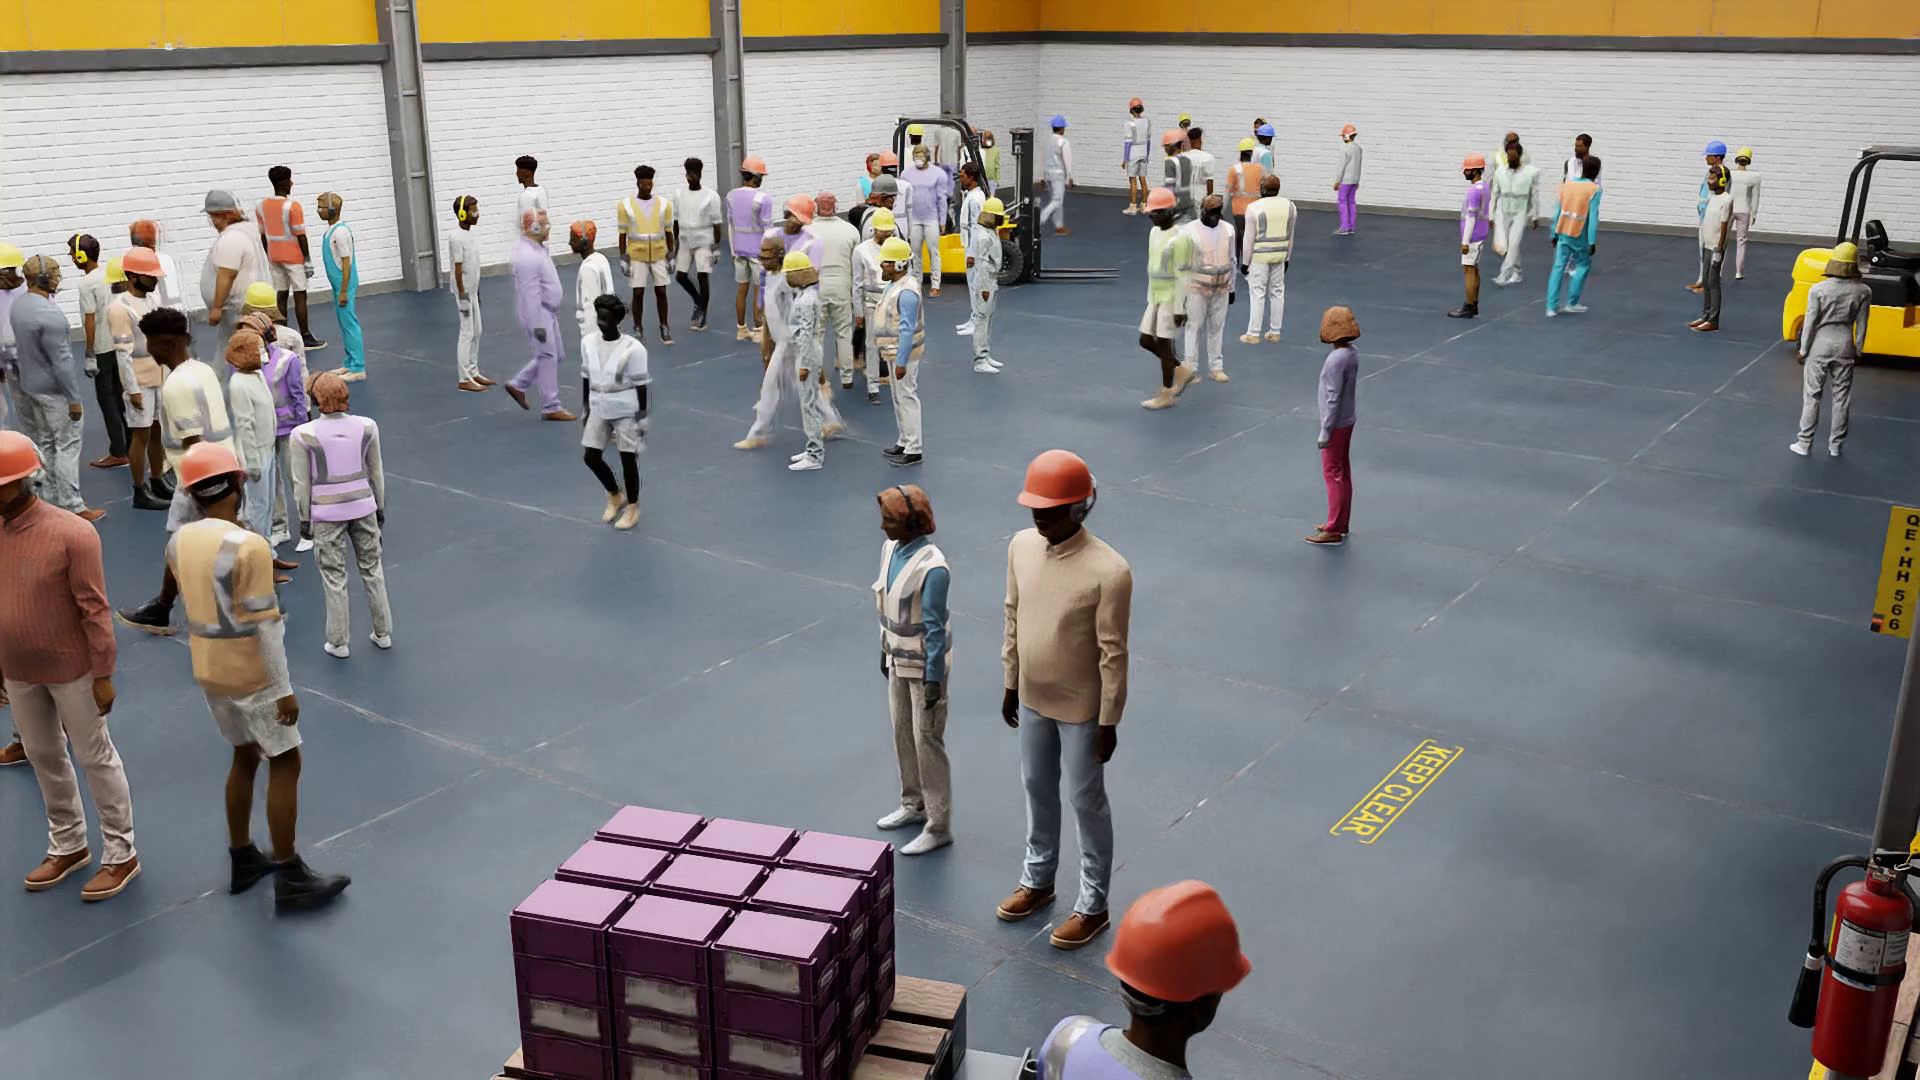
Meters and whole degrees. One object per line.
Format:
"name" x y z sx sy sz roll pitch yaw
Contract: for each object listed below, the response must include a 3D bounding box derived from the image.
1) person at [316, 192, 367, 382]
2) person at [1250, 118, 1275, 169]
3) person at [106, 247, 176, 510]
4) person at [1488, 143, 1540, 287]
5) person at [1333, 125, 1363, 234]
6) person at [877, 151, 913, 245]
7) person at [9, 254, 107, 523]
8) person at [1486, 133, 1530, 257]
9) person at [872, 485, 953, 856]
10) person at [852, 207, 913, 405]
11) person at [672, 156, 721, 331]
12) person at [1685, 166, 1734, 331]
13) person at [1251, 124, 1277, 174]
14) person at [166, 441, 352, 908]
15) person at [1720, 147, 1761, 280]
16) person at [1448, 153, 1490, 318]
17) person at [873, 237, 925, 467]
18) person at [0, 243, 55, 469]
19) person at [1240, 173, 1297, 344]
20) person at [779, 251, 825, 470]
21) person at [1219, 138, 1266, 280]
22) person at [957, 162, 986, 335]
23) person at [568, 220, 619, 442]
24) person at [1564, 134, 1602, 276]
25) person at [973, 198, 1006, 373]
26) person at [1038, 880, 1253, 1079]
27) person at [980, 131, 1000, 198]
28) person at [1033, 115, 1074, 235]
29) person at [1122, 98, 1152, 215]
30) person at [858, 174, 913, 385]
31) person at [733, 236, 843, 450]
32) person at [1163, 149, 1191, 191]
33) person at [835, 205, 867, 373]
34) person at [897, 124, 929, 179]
"person" -6.088 -2.482 16.338 0.342 1.846 0.509 -9 20 -27
"person" 4.807 -5.842 26.808 0.534 1.868 0.310 14 22 37
"person" -5.897 -1.172 12.133 0.420 1.920 0.547 3 18 8
"person" 7.272 -4.285 21.944 0.600 1.858 0.998 16 24 41
"person" 6.323 -5.873 27.112 0.389 1.738 0.579 16 24 40
"person" -0.834 -3.672 19.929 0.547 1.929 0.387 -9 20 -27
"person" -6.386 -1.044 11.715 0.635 1.927 0.372 14 22 37
"person" 8.175 -5.141 24.749 0.637 1.779 0.996 -2 18 -5
"person" -0.194 0.546 7.213 0.314 1.630 0.527 -9 20 -27
"person" -0.699 -2.157 15.366 0.601 1.819 0.403 -8 19 -23
"person" -3.002 -3.382 18.964 0.637 1.954 0.470 6 19 18
"person" 8.555 -3.306 18.900 0.328 1.861 0.500 1 18 2
"person" 4.417 -5.119 24.438 0.415 1.939 0.605 -4 18 -11
"person" -2.894 0.547 6.804 0.724 1.883 0.413 12 21 33
"person" 10.509 -4.421 22.528 0.533 1.767 0.323 6 19 19
"person" 6.042 -3.600 19.702 0.388 1.930 0.544 9 20 27
"person" -0.490 -1.506 13.317 0.403 1.826 0.595 -4 18 -12
"person" -7.304 -1.404 12.997 0.595 1.826 0.403 4 18 13
"person" 3.336 -3.063 18.162 0.627 1.844 0.429 -8 19 -22
"person" -1.251 -1.431 13.238 0.323 1.728 0.489 -2 18 -7
"person" 3.854 -4.483 22.553 0.604 1.881 0.971 -11 21 -31
"person" 0.152 -3.270 18.684 0.384 1.918 0.596 0 18 0
"person" -3.064 -1.755 14.034 0.372 1.873 0.591 0 18 -1
"person" 8.516 -4.599 22.839 0.371 1.916 0.597 -8 19 -22
"person" 0.309 -2.574 16.799 0.321 1.737 0.487 4 18 11
"person" 0.401 1.594 3.461 0.392 1.929 0.552 -13 22 -35
"person" 0.429 -5.944 27.524 0.494 1.623 0.290 -8 19 -23
"person" 1.478 -5.824 26.678 0.814 1.921 0.605 -11 21 -30
"person" 3.120 -6.815 29.578 0.606 2.039 0.395 -12 21 -33
"person" -0.724 -2.554 16.246 0.535 2.000 0.685 -5 18 -14
"person" -1.421 -1.639 13.822 0.967 1.794 0.511 -6 19 -18
"person" 2.894 -4.404 22.477 0.314 1.768 0.527 -13 22 -34
"person" -1.078 -2.524 16.723 0.358 1.675 0.573 -7 19 -20
"person" -0.669 -5.227 24.789 0.595 1.925 0.371 13 22 34
